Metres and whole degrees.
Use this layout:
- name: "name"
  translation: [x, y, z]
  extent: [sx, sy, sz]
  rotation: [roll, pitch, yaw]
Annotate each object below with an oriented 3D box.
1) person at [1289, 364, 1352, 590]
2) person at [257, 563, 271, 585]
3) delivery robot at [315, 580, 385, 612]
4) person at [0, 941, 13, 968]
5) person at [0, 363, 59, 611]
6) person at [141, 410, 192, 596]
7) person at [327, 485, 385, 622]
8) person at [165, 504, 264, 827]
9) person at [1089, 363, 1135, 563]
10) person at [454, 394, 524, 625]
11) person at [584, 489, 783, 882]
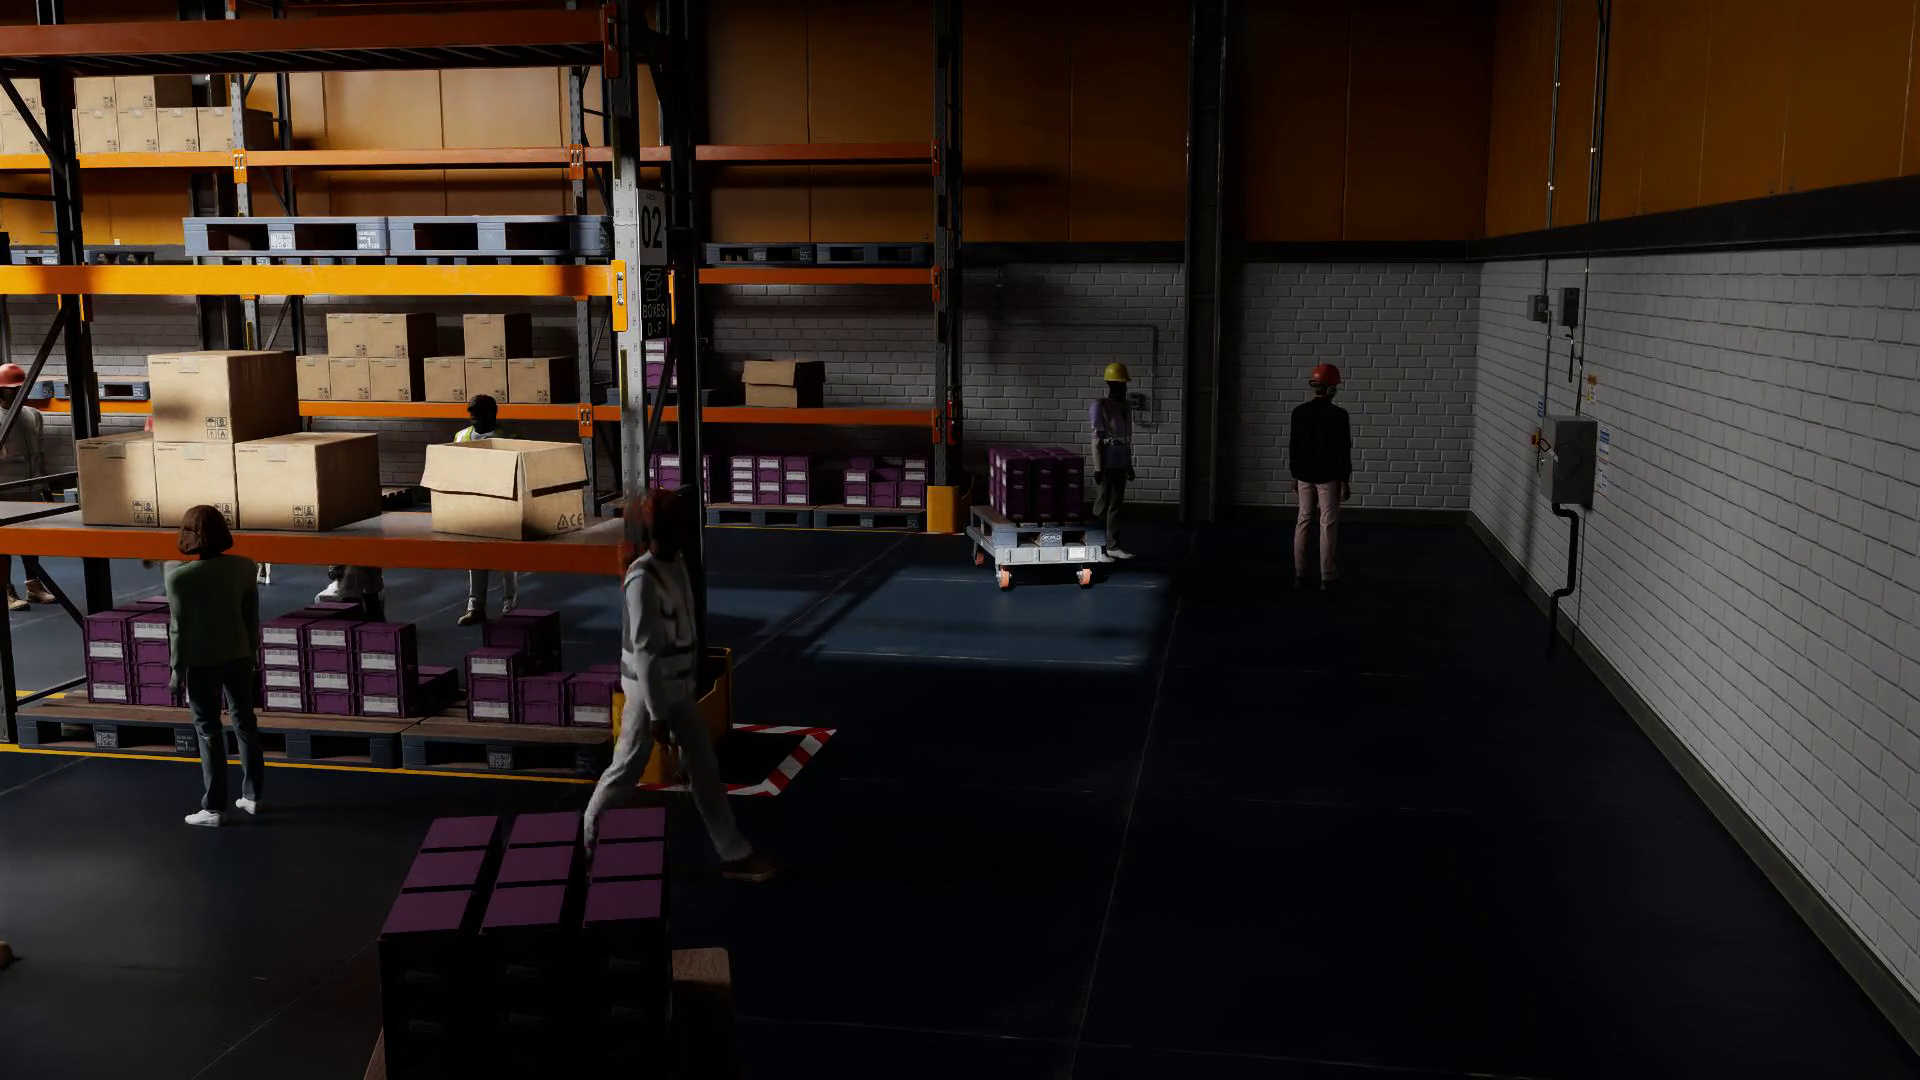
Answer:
- name: "person"
  translation: [3.189, -0.556, 14.673]
  extent: [0.381, 1.994, 0.621]
  rotation: [-8, 12, -43]
- name: "person"
  translation: [-6.308, -0.381, 14.673]
  extent: [0.307, 1.645, 0.517]
  rotation: [3, 10, 18]
- name: "delivery robot"
  translation: [-4.624, 0.448, 12.613]
  extent: [0.477, 0.478, 0.707]
  rotation: [0, 9, -4]
- name: "person"
  translation: [-4.136, 0.735, 6.526]
  extent: [0.685, 2.000, 0.535]
  rotation: [0, 9, -3]
- name: "person"
  translation: [-7.809, -0.441, 13.811]
  extent: [0.372, 2.042, 0.615]
  rotation: [3, 10, 19]
- name: "person"
  translation: [-5.410, -0.003, 11.553]
  extent: [0.557, 1.901, 0.947]
  rotation: [4, 10, 26]
- name: "person"
  translation: [-4.167, 0.112, 11.455]
  extent: [0.318, 1.697, 0.536]
  rotation: [2, 9, 11]
- name: "person"
  translation: [-3.768, 0.630, 8.424]
  extent: [0.282, 1.636, 0.500]
  rotation: [5, 11, 30]
- name: "person"
  translation: [1.489, -0.748, 16.078]
  extent: [0.367, 1.927, 0.584]
  rotation: [8, 12, 40]
- name: "person"
  translation: [-3.730, -0.230, 13.124]
  extent: [0.636, 1.842, 0.429]
  rotation: [2, 9, 13]
- name: "person"
  translation: [-1.363, 0.678, 7.540]
  extent: [1.008, 1.834, 0.602]
  rotation: [2, 9, 10]
